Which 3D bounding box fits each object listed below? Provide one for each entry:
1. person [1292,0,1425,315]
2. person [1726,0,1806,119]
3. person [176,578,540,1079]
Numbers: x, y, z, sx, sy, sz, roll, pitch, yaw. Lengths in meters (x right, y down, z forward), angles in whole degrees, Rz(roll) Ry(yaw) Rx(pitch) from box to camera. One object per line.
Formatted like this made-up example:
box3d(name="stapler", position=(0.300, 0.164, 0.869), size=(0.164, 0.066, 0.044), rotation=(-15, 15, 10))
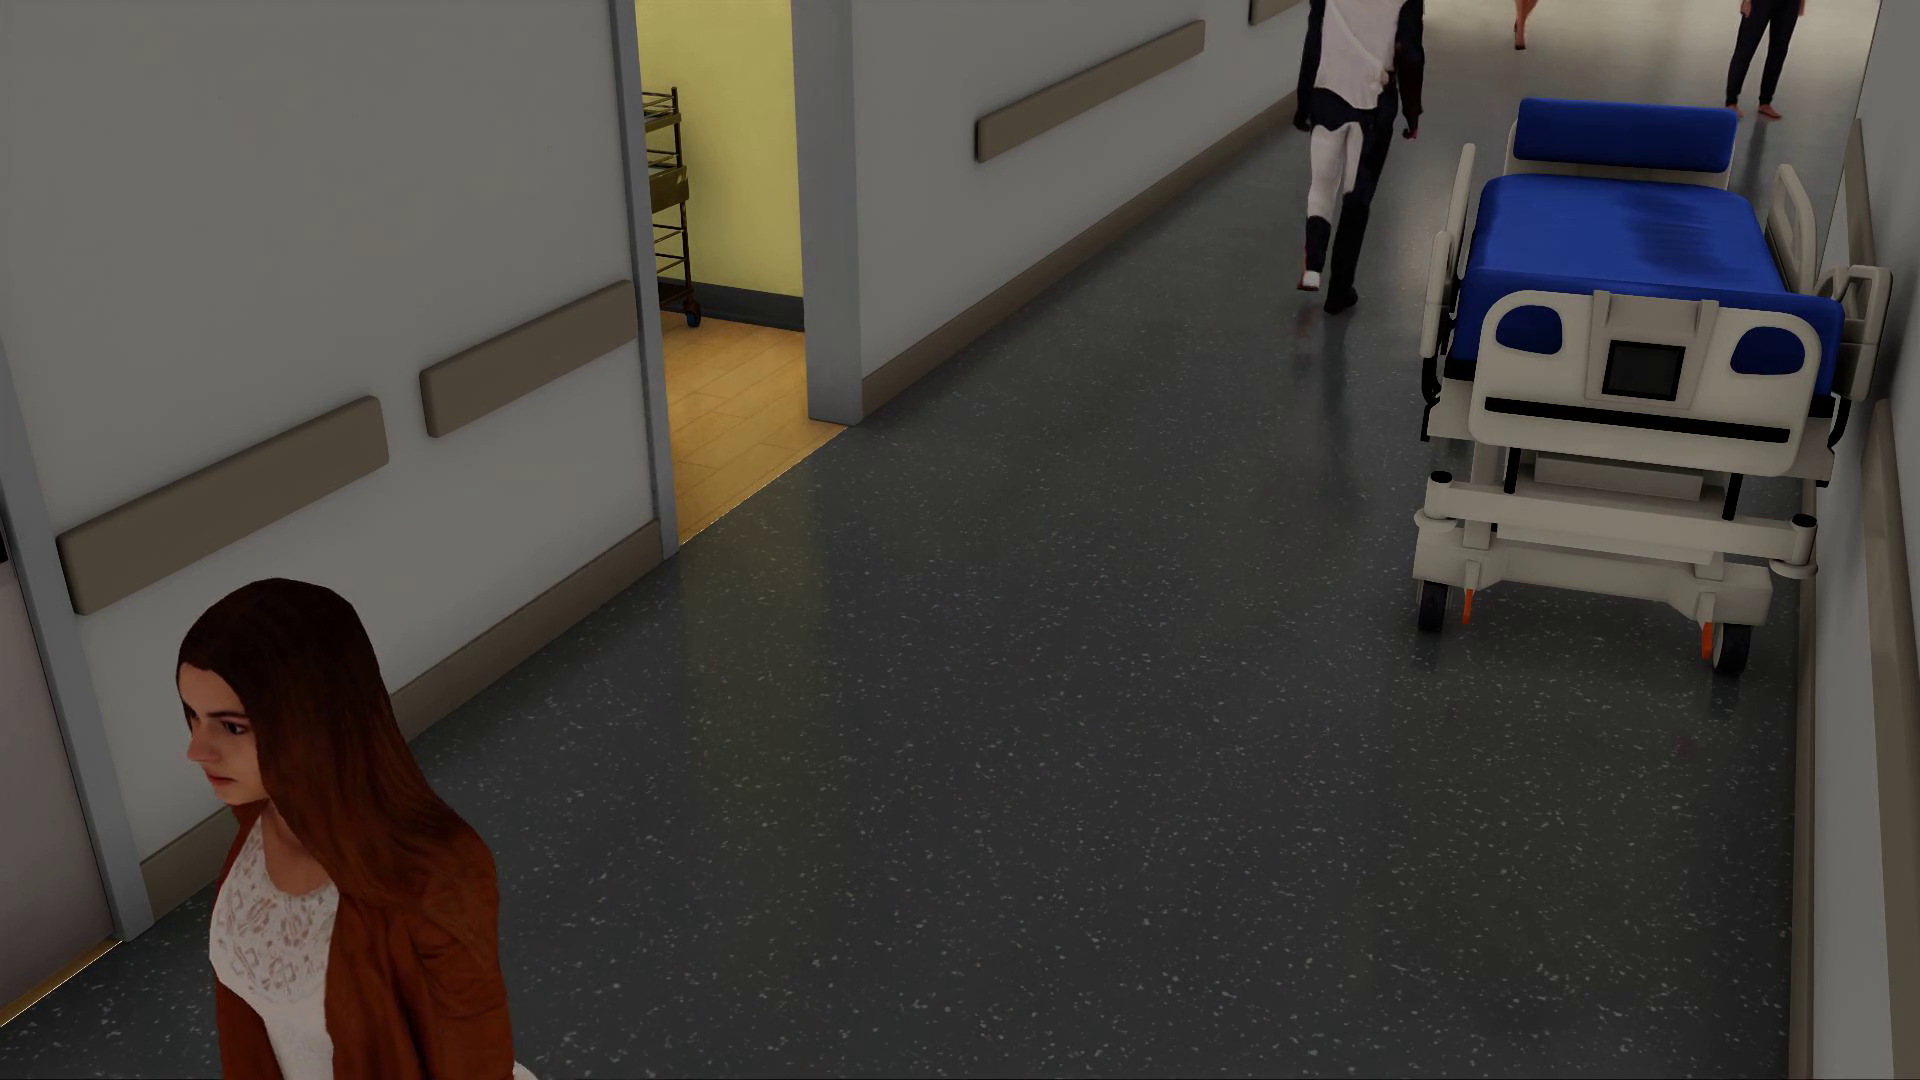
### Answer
box3d(name="person", position=(1.773, -1.944, 7.598), size=(0.564, 1.883, 0.783), rotation=(12, 28, 24))
box3d(name="person", position=(5.815, -3.907, 11.851), size=(0.627, 1.726, 0.757), rotation=(-2, 26, -4))
box3d(name="person", position=(-0.639, 0.774, 2.208), size=(1.043, 1.670, 0.751), rotation=(14, 29, 27))
